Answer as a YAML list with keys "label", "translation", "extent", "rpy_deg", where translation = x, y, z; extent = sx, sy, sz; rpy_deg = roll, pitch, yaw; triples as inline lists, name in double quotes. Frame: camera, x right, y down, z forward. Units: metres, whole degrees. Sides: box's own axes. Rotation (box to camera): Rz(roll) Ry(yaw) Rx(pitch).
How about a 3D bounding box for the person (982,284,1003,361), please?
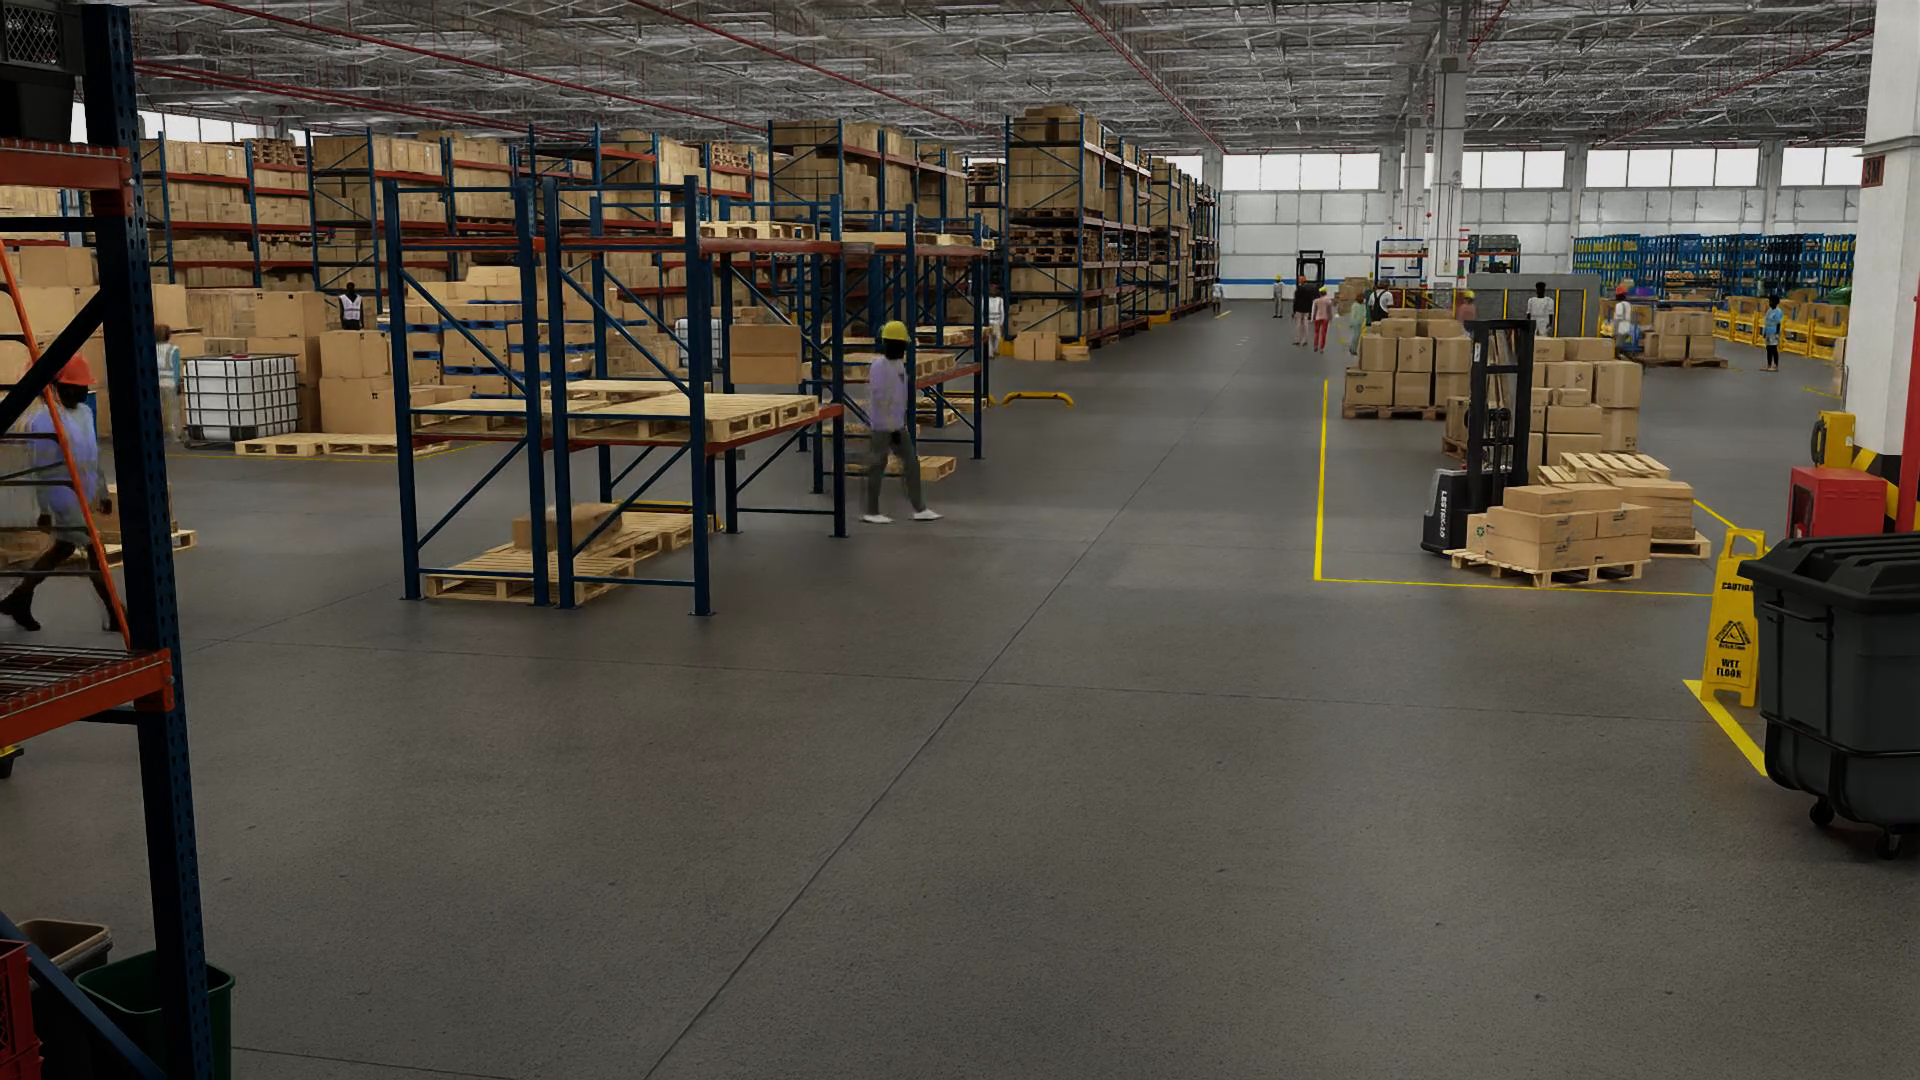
- label: "person"
  translation: [0.811, -5.314, 40.657]
  extent: [0.567, 1.867, 0.422]
  rpy_deg: [-3, 10, -17]

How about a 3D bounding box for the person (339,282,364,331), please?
- label: "person"
  translation: [-15.095, -5.437, 41.284]
  extent: [0.592, 1.910, 0.385]
  rpy_deg: [-9, 13, -41]

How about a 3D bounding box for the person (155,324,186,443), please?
- label: "person"
  translation: [-10.640, -2.066, 22.173]
  extent: [0.521, 1.620, 0.677]
  rpy_deg: [2, 10, 12]

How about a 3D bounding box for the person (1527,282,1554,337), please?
- label: "person"
  translation: [13.224, -4.907, 37.966]
  extent: [0.607, 1.966, 0.373]
  rpy_deg: [8, 13, 41]

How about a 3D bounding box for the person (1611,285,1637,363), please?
- label: "person"
  translation: [14.154, -4.466, 35.511]
  extent: [0.534, 1.924, 0.551]
  rpy_deg: [9, 13, 42]

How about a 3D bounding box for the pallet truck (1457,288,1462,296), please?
- label: "pallet truck"
  translation: [20.506, -9.785, 68.819]
  extent: [0.653, 1.274, 1.630]
  rpy_deg: [2, 10, 12]

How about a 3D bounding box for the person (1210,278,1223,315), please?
- label: "person"
  translation: [11.430, -10.851, 74.077]
  extent: [0.551, 1.646, 0.888]
  rpy_deg: [1, 10, 6]

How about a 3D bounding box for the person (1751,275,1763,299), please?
- label: "person"
  translation: [36.043, -11.135, 75.407]
  extent: [0.613, 1.780, 0.944]
  rpy_deg: [-1, 10, -4]

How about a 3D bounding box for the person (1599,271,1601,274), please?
- label: "person"
  translation: [33.877, -13.348, 88.295]
  extent: [0.389, 1.850, 0.565]
  rpy_deg: [-1, 10, -8]

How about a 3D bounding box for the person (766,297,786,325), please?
- label: "person"
  translation: [-4.327, -4.859, 38.734]
  extent: [0.669, 1.607, 0.528]
  rpy_deg: [8, 13, 40]

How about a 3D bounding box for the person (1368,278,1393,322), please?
- label: "person"
  translation: [10.453, -5.469, 41.073]
  extent: [0.537, 2.000, 0.674]
  rpy_deg: [-7, 12, -35]

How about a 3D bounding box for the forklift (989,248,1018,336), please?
- label: "forklift"
  translation: [1.205, -7.639, 51.440]
  extent: [1.129, 2.768, 1.873]
  rpy_deg: [2, 10, 12]

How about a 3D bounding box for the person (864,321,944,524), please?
- label: "person"
  translation: [-0.539, -1.073, 15.458]
  extent: [0.860, 1.892, 0.602]
  rpy_deg: [4, 11, 24]

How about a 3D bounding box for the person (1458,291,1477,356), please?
- label: "person"
  translation: [12.292, -5.185, 40.358]
  extent: [0.525, 1.718, 0.912]
  rpy_deg: [-8, 12, -40]

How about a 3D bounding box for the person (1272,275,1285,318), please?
- label: "person"
  translation: [13.435, -10.277, 70.206]
  extent: [0.404, 1.826, 0.592]
  rpy_deg: [-7, 12, -35]

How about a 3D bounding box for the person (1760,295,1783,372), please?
- label: "person"
  translation: [17.957, -4.563, 36.750]
  extent: [0.322, 1.689, 0.544]
  rpy_deg: [0, 10, 0]

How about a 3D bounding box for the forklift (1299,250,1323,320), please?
- label: "forklift"
  translation: [13.778, -10.002, 65.433]
  extent: [1.129, 2.768, 1.873]
  rpy_deg: [2, 10, 12]

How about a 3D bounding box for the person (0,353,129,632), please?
- label: "person"
  translation: [-5.923, -0.298, 10.936]
  extent: [0.954, 1.888, 0.617]
  rpy_deg: [0, 10, 1]

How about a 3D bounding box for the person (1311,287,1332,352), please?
- label: "person"
  translation: [9.684, -5.893, 44.502]
  extent: [0.541, 1.725, 0.863]
  rpy_deg: [2, 10, 13]

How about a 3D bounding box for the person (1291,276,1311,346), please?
- label: "person"
  translation: [9.767, -6.530, 47.564]
  extent: [0.677, 1.972, 0.362]
  rpy_deg: [-5, 11, -27]

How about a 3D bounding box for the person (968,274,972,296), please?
- label: "person"
  translation: [0.599, -11.354, 76.532]
  extent: [0.586, 1.835, 0.403]
  rpy_deg: [-2, 10, -12]

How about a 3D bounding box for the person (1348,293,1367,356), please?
- label: "person"
  translation: [10.219, -5.527, 42.643]
  extent: [0.524, 1.612, 0.365]
  rpy_deg: [-7, 12, -35]

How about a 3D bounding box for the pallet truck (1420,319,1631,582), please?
- label: "pallet truck"
  translation: [4.543, -0.757, 13.299]
  extent: [0.823, 1.965, 1.885]
  rpy_deg: [-4, 10, -22]

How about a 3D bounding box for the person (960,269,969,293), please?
- label: "person"
  translation: [0.239, -12.316, 81.747]
  extent: [0.373, 1.997, 0.616]
  rpy_deg: [8, 12, 39]
